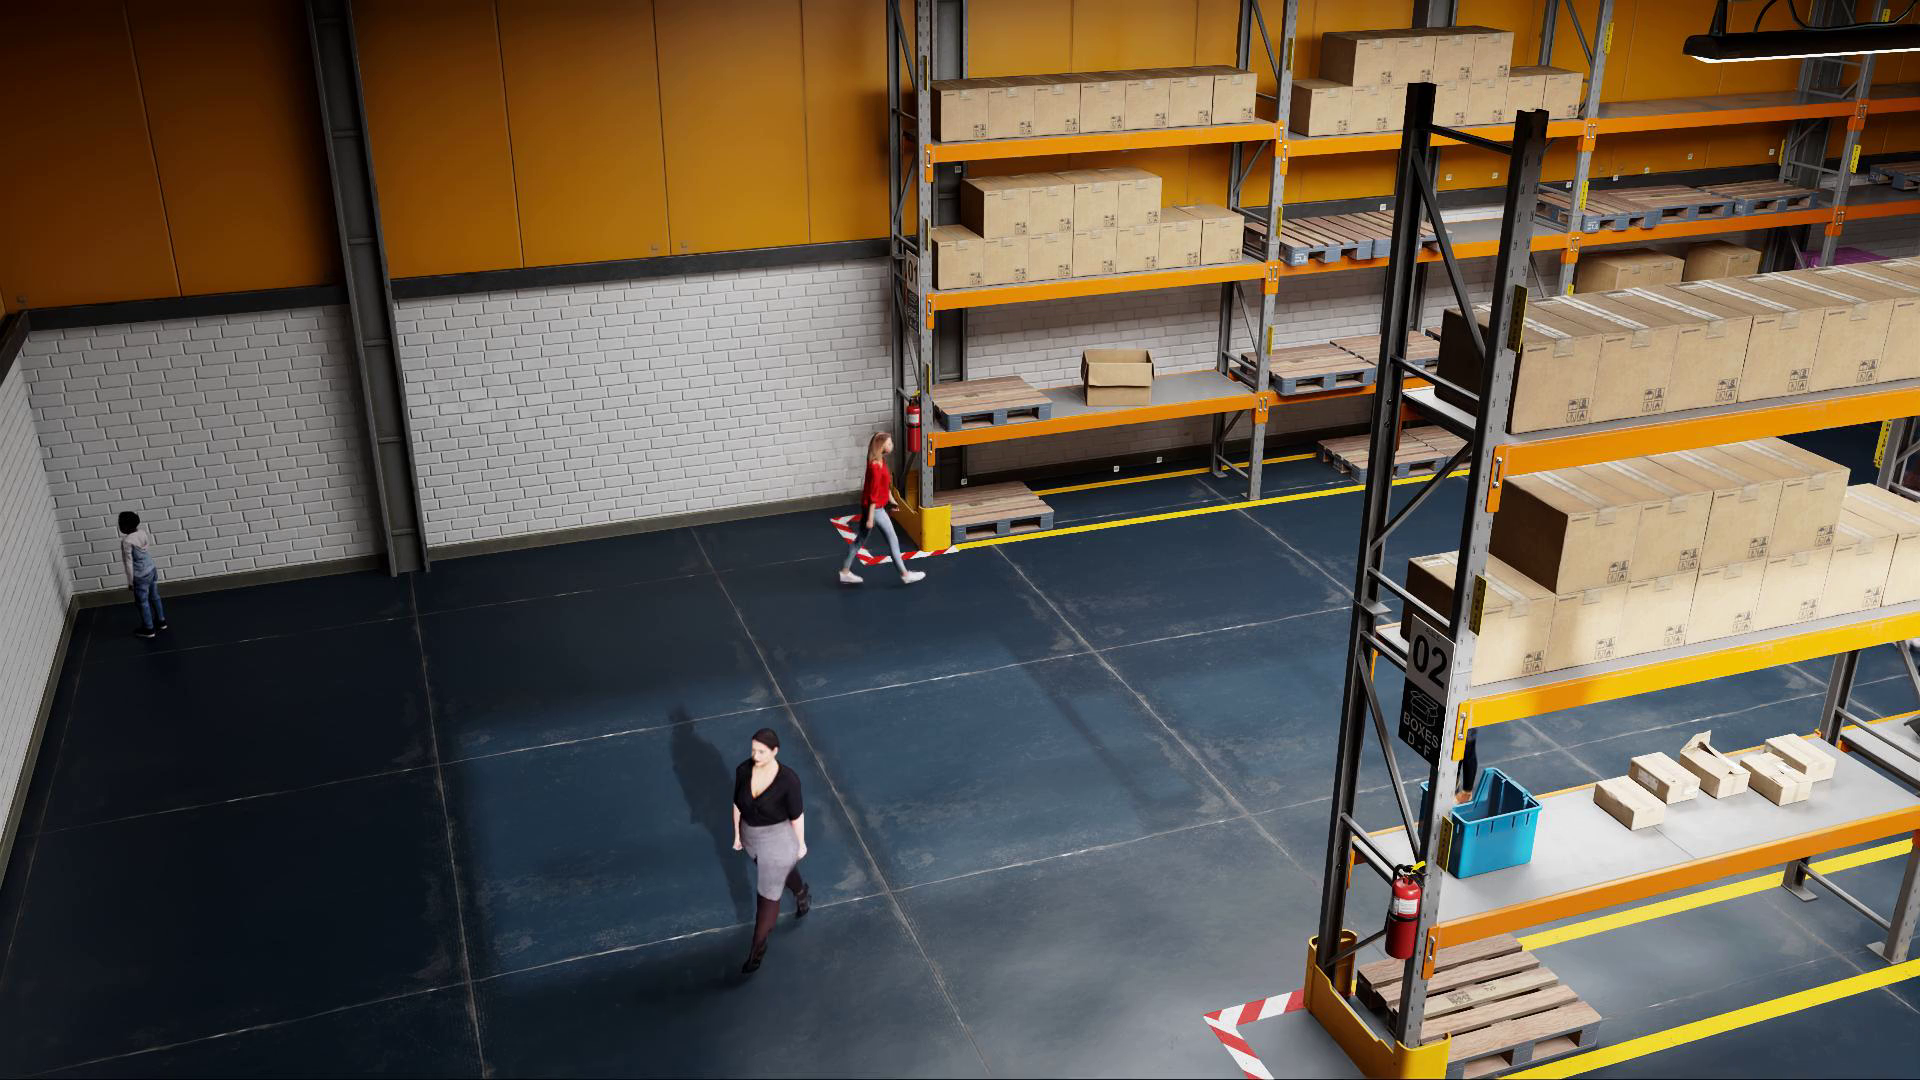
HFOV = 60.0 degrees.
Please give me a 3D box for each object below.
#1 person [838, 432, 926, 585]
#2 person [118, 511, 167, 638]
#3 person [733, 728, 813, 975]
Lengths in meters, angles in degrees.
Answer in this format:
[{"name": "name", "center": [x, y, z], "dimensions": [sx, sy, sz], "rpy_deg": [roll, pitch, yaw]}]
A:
[{"name": "person", "center": [-0.944, -0.281, 16.765], "dimensions": [1.162, 1.654, 0.777], "rpy_deg": [-4, 24, -8]}, {"name": "person", "center": [-7.840, 0.307, 15.915], "dimensions": [0.597, 1.259, 0.552], "rpy_deg": [4, 24, 10]}, {"name": "person", "center": [-1.246, 2.029, 11.403], "dimensions": [1.078, 1.717, 1.209], "rpy_deg": [14, 27, 28]}]
